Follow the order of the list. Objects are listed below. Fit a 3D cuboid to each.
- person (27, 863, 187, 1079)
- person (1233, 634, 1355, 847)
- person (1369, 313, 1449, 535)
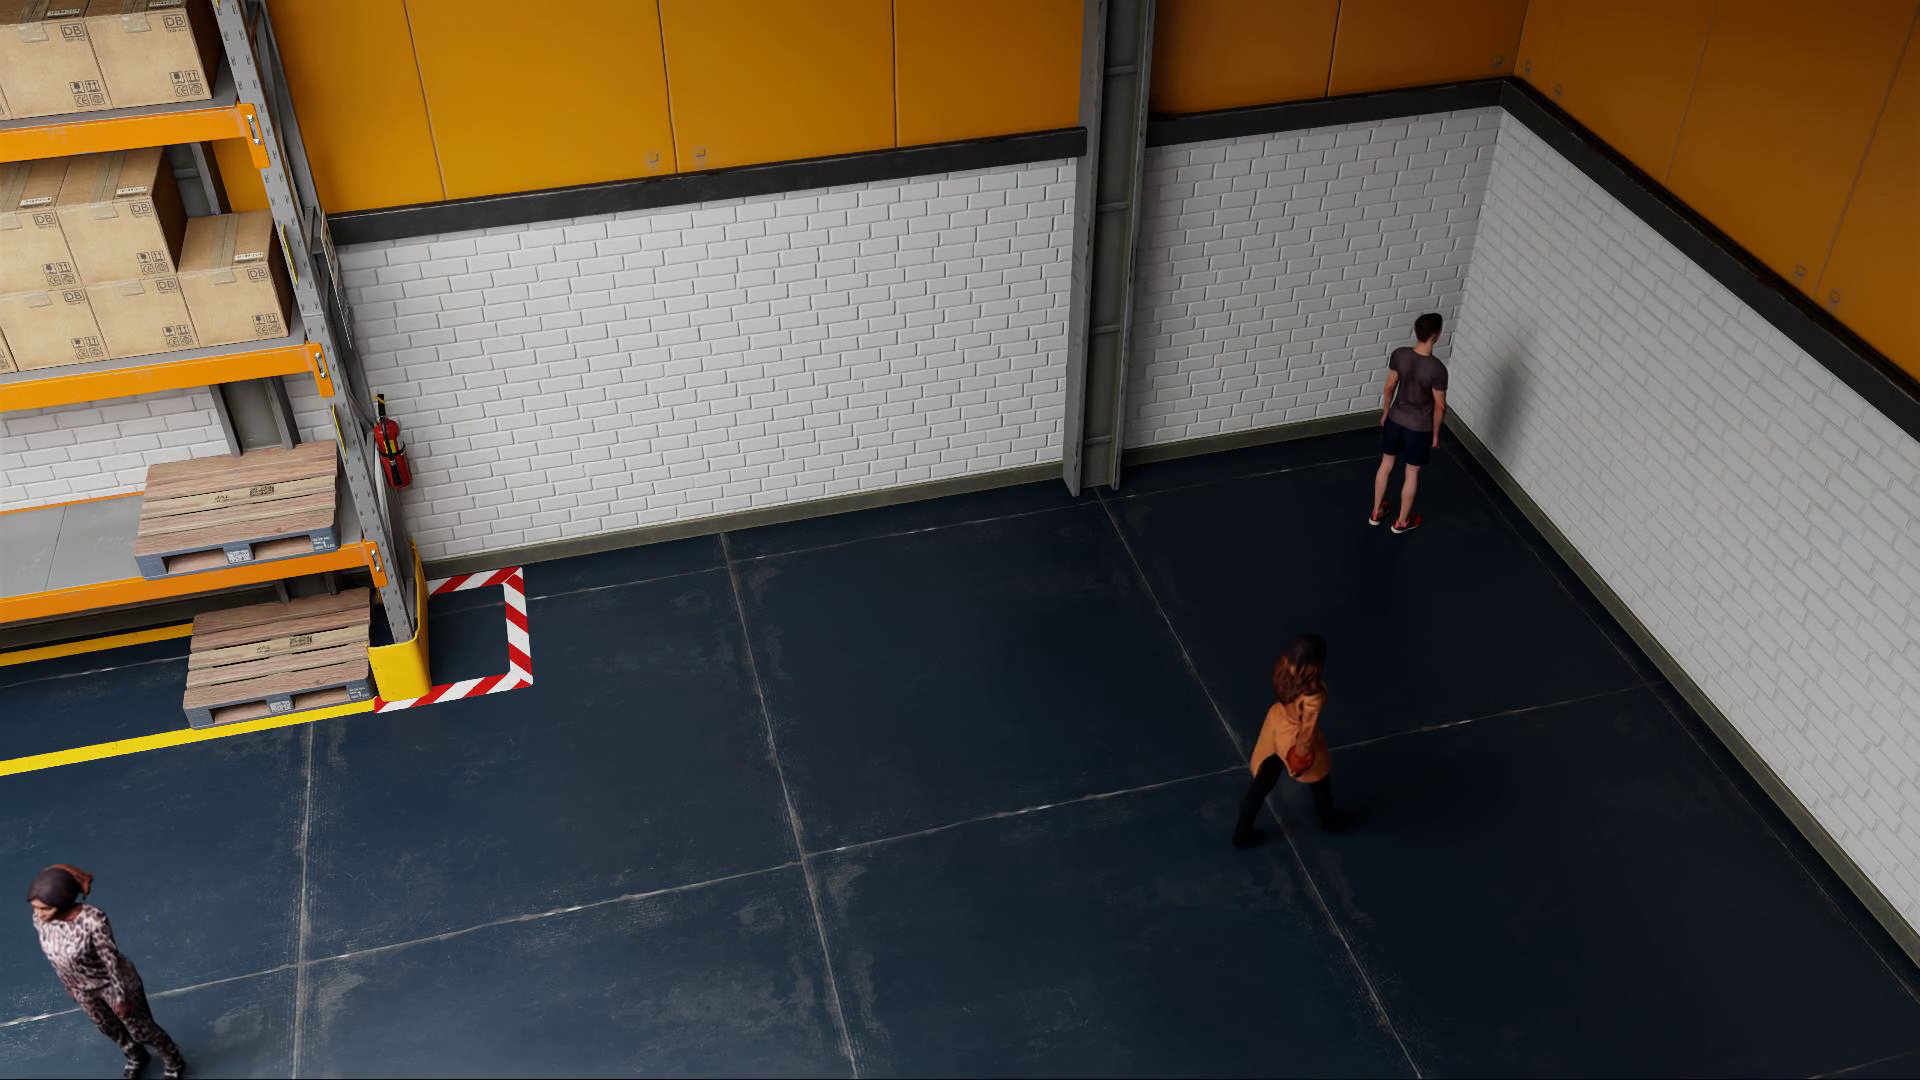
[{"bbox_3d":[-4.436,2.294,8.631,0.612,1.715,0.709,7,39,9],"label":"person"},{"bbox_3d":[1.918,1.232,9.988,1.073,1.681,0.779,-14,41,-17],"label":"person"},{"bbox_3d":[3.371,-0.869,12.478,0.729,1.856,0.743,28,47,31],"label":"person"}]
